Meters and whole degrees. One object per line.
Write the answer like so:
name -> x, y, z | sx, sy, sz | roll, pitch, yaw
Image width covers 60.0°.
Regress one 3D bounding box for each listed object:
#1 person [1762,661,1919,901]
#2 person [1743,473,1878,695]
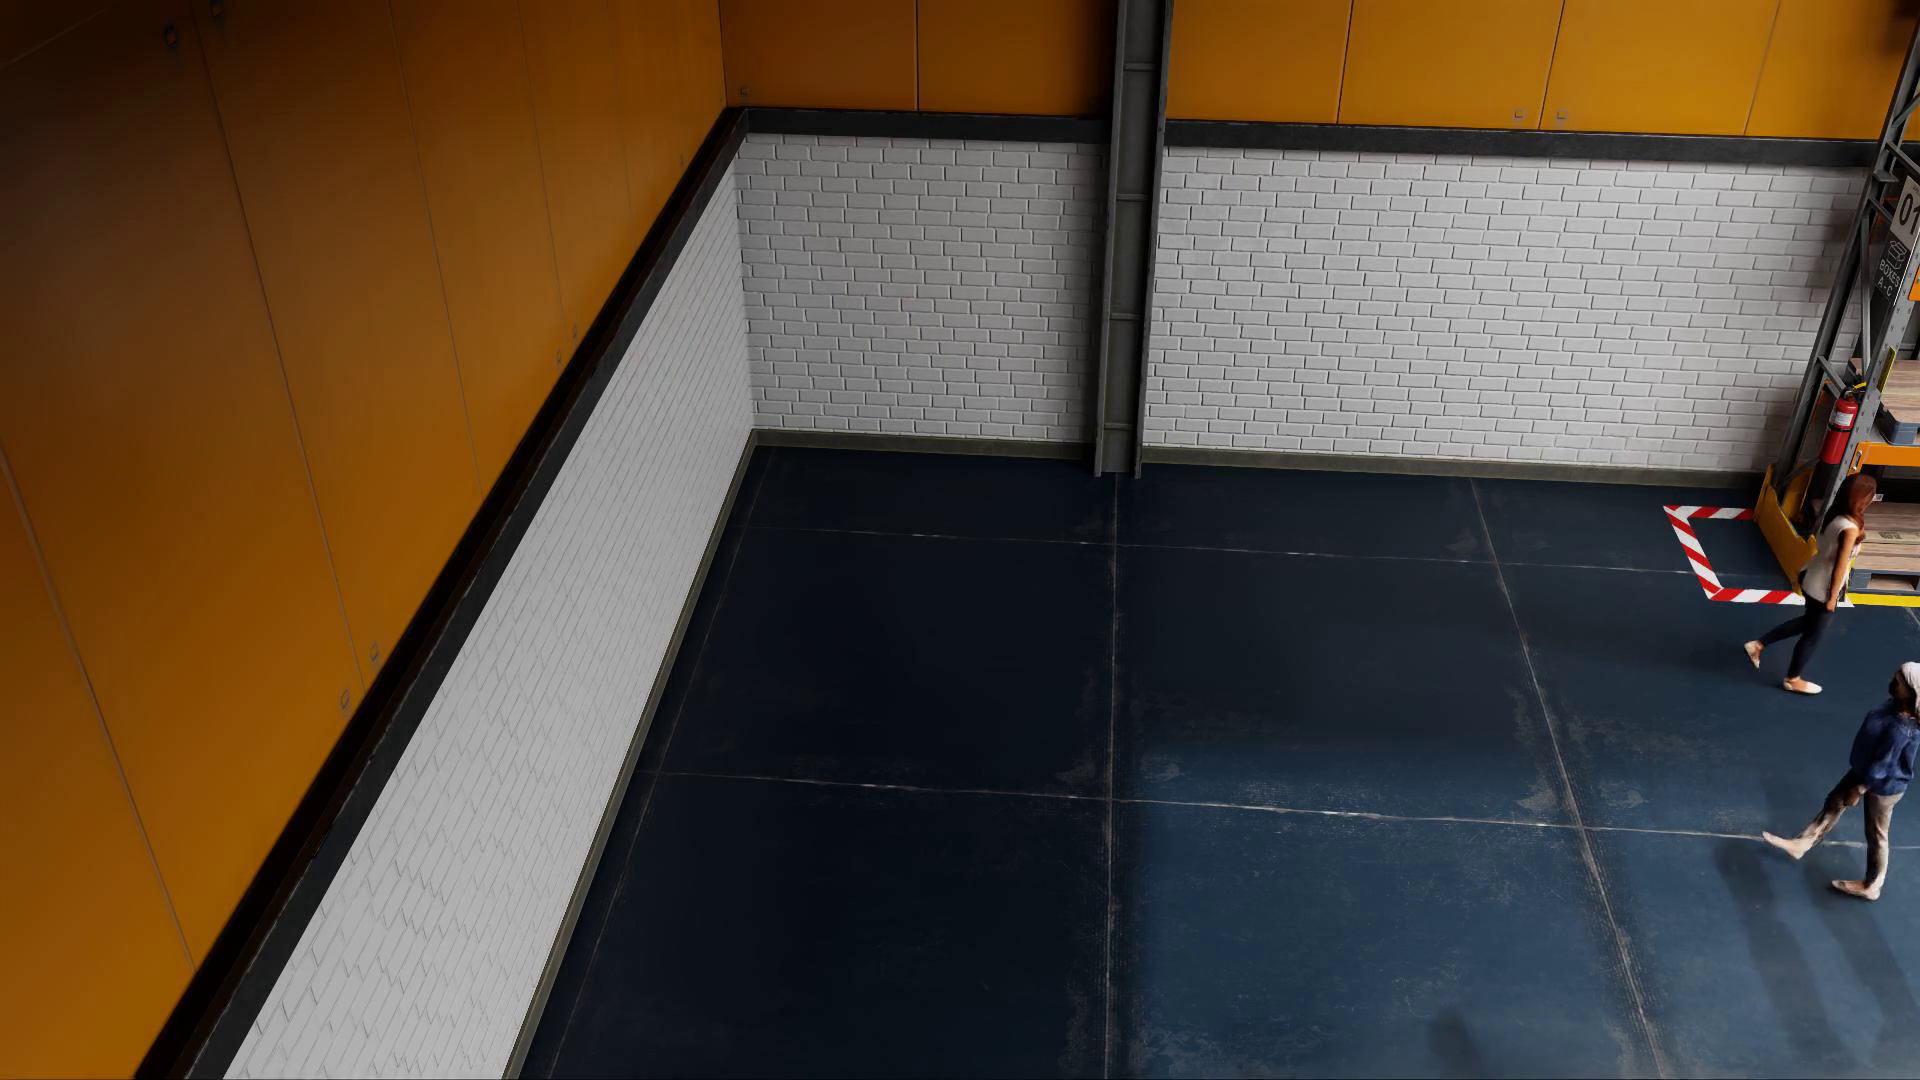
person -> 5.439, 1.434, 9.695 | 1.022, 1.677, 0.839 | 16, 37, 22
person -> 5.771, 0.291, 11.326 | 0.823, 1.776, 0.667 | 7, 34, 10
